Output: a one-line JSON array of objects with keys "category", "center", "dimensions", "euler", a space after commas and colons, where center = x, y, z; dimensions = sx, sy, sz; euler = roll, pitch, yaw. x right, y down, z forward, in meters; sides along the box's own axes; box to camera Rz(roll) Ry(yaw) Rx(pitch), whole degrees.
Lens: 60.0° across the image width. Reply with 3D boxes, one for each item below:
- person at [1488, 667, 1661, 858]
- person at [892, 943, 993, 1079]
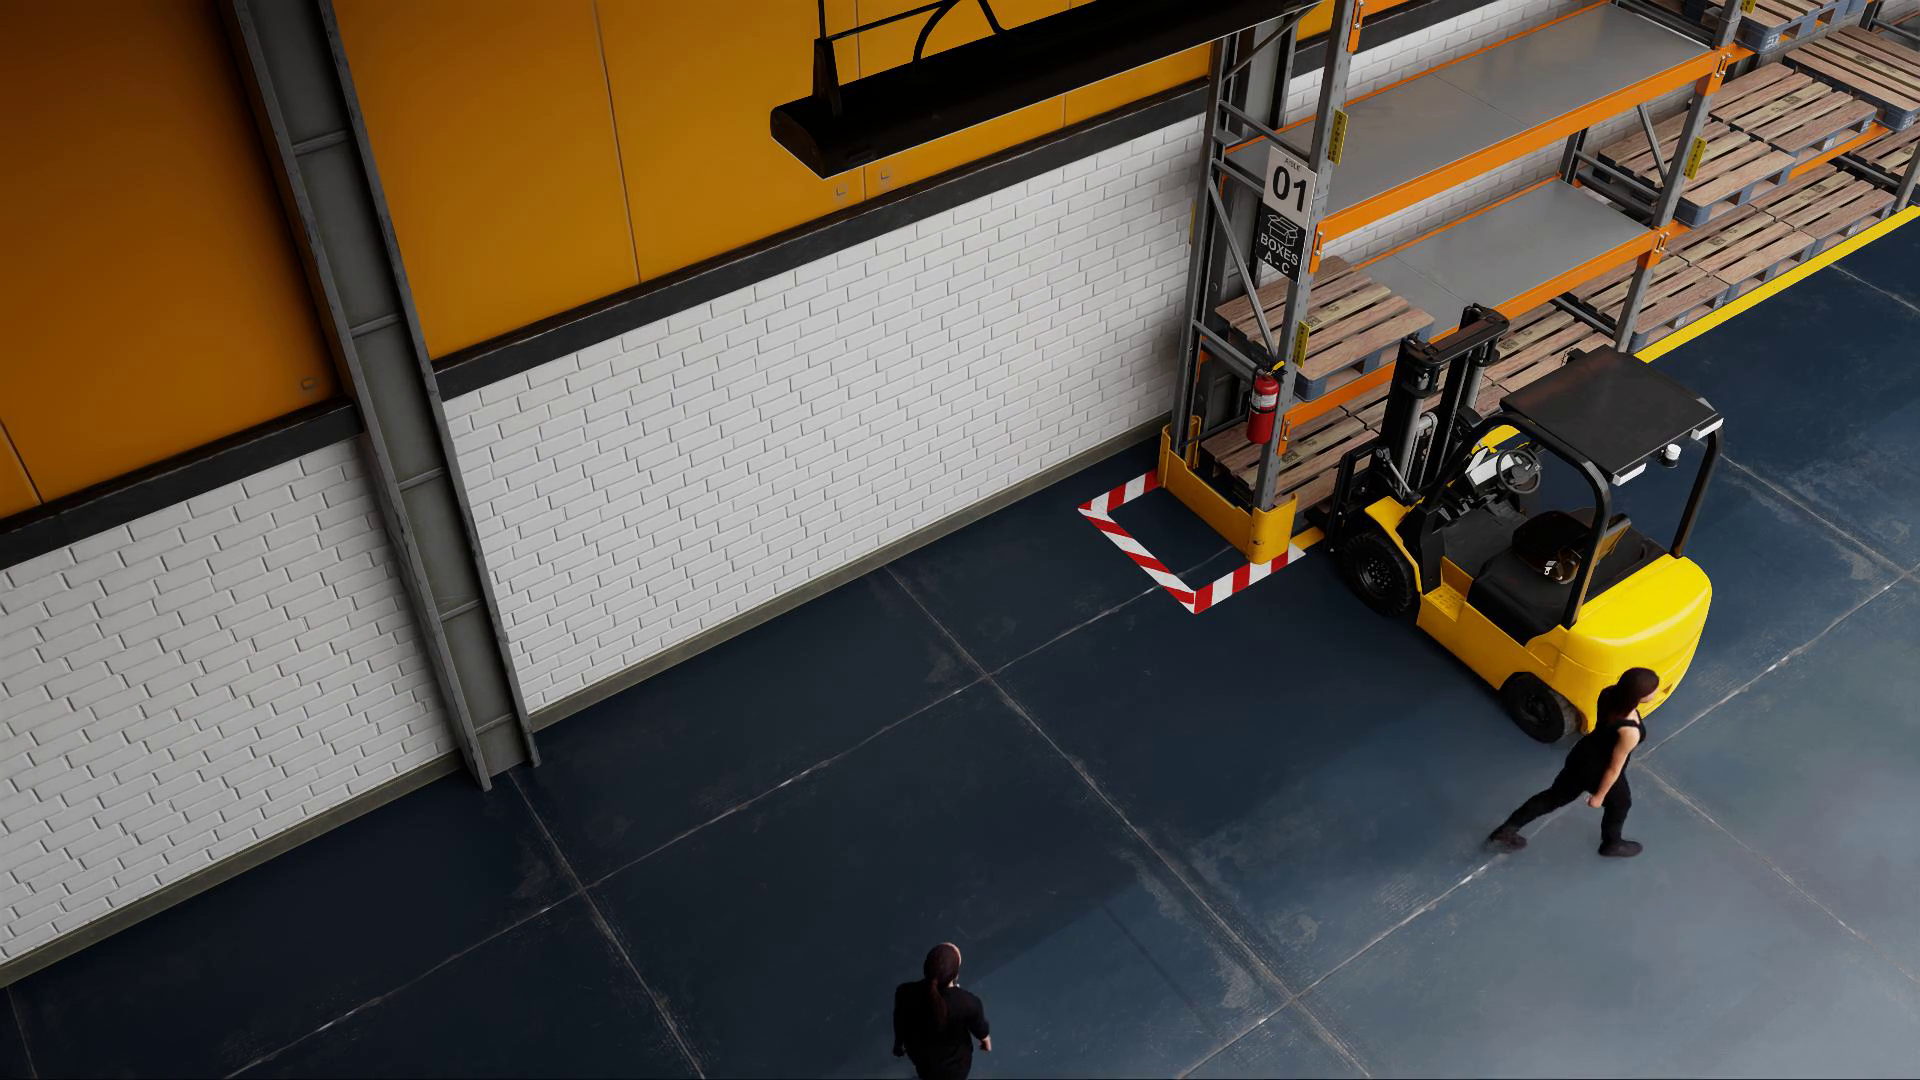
[{"category": "person", "center": [3.600, 1.329, 9.632], "dimensions": [1.233, 1.646, 1.016], "euler": [-2, 44, -2]}, {"category": "person", "center": [-0.138, 2.619, 8.280], "dimensions": [0.833, 1.644, 0.903], "euler": [13, 45, 13]}]
